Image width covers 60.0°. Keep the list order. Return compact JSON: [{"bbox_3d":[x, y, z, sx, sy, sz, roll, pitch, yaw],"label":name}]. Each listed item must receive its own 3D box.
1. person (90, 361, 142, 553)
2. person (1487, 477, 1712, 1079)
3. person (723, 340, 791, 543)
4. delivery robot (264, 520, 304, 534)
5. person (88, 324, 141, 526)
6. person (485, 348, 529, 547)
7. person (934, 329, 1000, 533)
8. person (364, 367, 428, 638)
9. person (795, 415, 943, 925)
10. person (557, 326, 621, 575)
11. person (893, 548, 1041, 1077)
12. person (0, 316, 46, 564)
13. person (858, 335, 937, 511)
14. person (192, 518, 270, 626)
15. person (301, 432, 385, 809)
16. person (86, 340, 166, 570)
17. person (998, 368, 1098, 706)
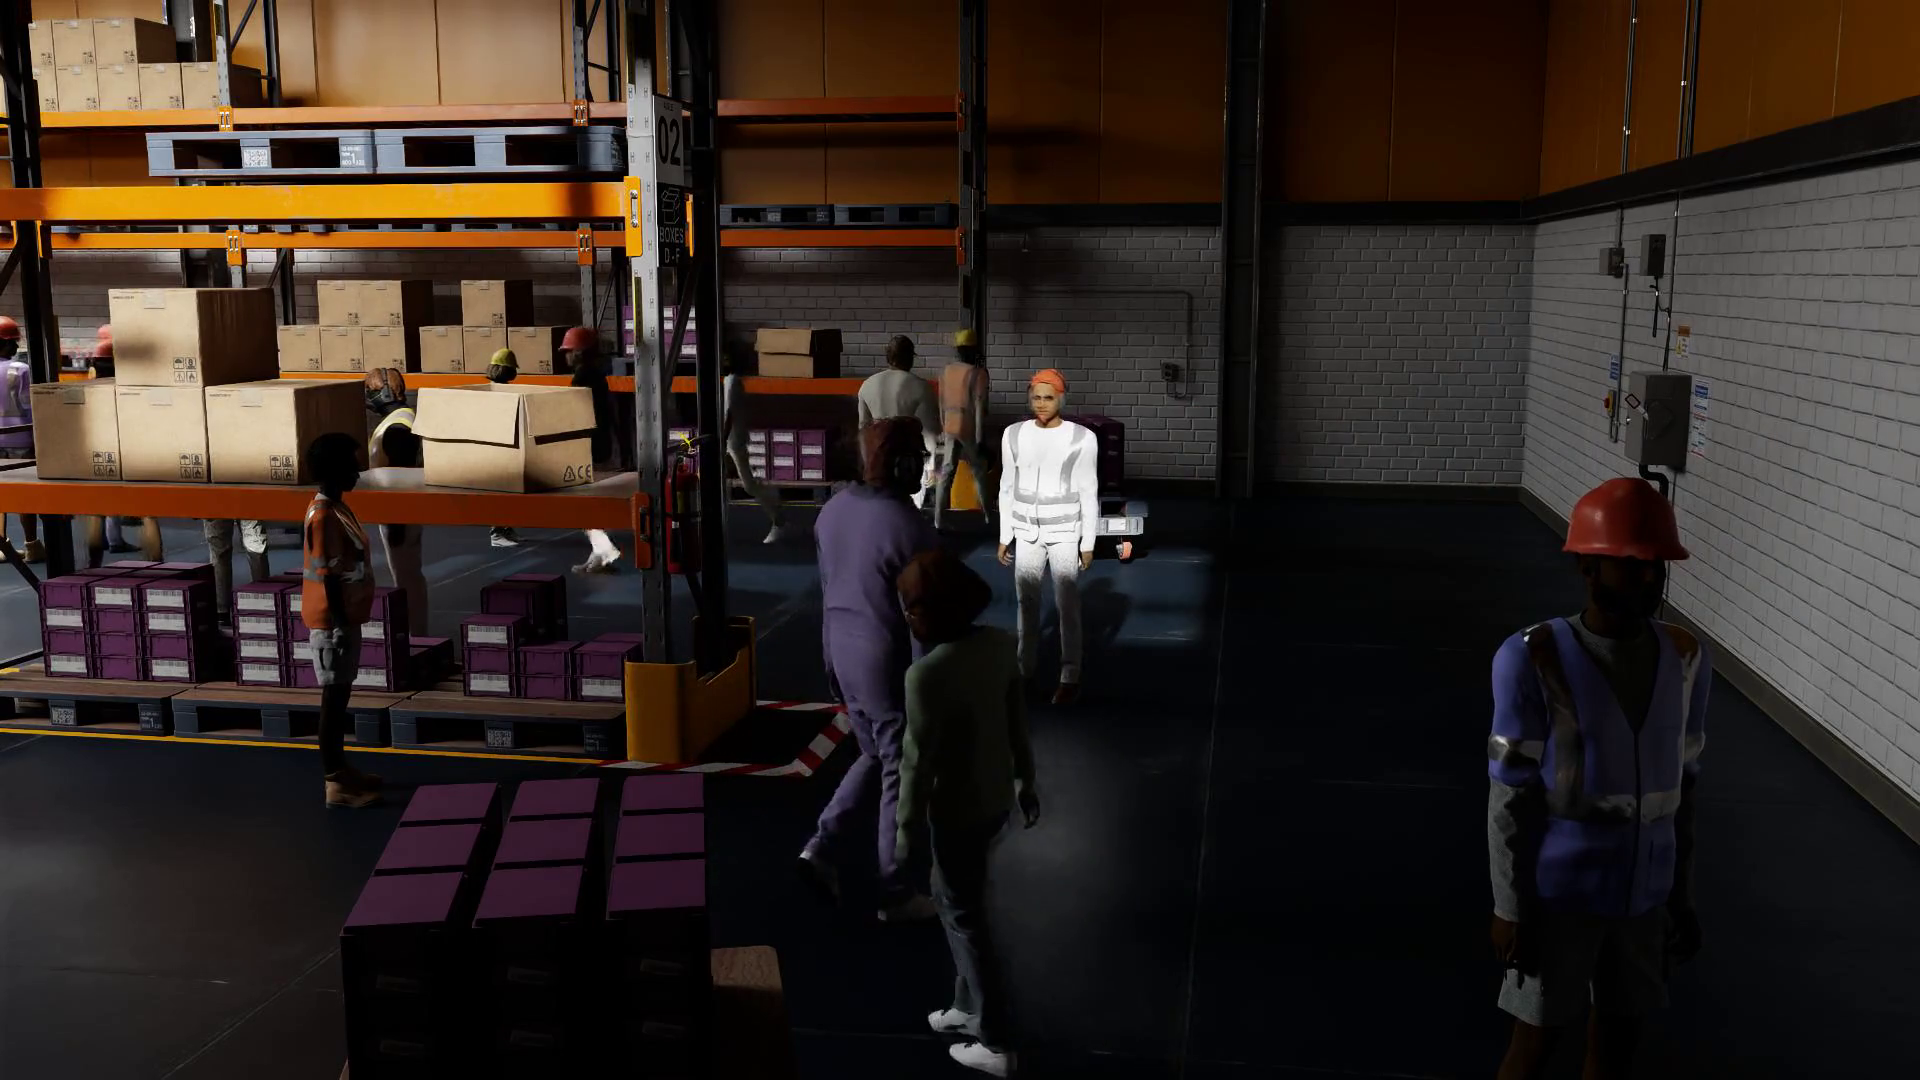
[{"bbox_3d":[-7.312,-0.769,14.343,0.522,1.759,0.351,6,11,34],"label":"person"},{"bbox_3d":[1.510,0.815,3.933,0.545,1.942,0.353,-2,9,-12],"label":"person"},{"bbox_3d":[-1.949,-0.848,14.635,0.960,1.829,0.529,-3,10,-20],"label":"person"},{"bbox_3d":[-5.913,-0.258,14.594,0.707,0.478,0.477,-4,10,-22],"label":"delivery robot"},{"bbox_3d":[-8.013,-1.089,15.819,0.585,1.914,0.565,7,11,37],"label":"person"},{"bbox_3d":[-4.004,-0.814,14.662,0.302,1.742,0.486,1,9,3],"label":"person"},{"bbox_3d":[0.054,-1.010,15.475,0.603,1.871,1.041,6,11,35],"label":"person"},{"bbox_3d":[-3.461,-0.140,10.200,0.429,1.837,0.625,-4,10,-22],"label":"person"},{"bbox_3d":[-0.289,0.493,6.076,0.488,1.893,0.662,-7,12,-38],"label":"person"},{"bbox_3d":[-2.952,-0.687,13.128,0.420,1.982,0.616,2,9,10],"label":"person"},{"bbox_3d":[-0.032,0.807,4.996,0.547,1.604,0.558,6,11,34],"label":"person"},{"bbox_3d":[-7.819,-0.816,13.726,0.608,2.048,0.364,2,9,9],"label":"person"},{"bbox_3d":[-0.463,-0.577,12.579,0.635,1.937,0.353,4,10,25],"label":"person"},{"bbox_3d":[-4.993,-0.332,11.386,0.588,1.833,0.404,-7,12,-38],"label":"person"},{"bbox_3d":[-2.805,0.359,7.523,0.318,1.698,0.533,-3,10,-18],"label":"person"},{"bbox_3d":[-6.434,-0.551,12.569,0.830,1.901,0.417,-8,12,-41],"label":"person"},{"bbox_3d":[0.489,-0.017,9.296,0.578,1.879,0.350,4,10,24],"label":"person"}]
